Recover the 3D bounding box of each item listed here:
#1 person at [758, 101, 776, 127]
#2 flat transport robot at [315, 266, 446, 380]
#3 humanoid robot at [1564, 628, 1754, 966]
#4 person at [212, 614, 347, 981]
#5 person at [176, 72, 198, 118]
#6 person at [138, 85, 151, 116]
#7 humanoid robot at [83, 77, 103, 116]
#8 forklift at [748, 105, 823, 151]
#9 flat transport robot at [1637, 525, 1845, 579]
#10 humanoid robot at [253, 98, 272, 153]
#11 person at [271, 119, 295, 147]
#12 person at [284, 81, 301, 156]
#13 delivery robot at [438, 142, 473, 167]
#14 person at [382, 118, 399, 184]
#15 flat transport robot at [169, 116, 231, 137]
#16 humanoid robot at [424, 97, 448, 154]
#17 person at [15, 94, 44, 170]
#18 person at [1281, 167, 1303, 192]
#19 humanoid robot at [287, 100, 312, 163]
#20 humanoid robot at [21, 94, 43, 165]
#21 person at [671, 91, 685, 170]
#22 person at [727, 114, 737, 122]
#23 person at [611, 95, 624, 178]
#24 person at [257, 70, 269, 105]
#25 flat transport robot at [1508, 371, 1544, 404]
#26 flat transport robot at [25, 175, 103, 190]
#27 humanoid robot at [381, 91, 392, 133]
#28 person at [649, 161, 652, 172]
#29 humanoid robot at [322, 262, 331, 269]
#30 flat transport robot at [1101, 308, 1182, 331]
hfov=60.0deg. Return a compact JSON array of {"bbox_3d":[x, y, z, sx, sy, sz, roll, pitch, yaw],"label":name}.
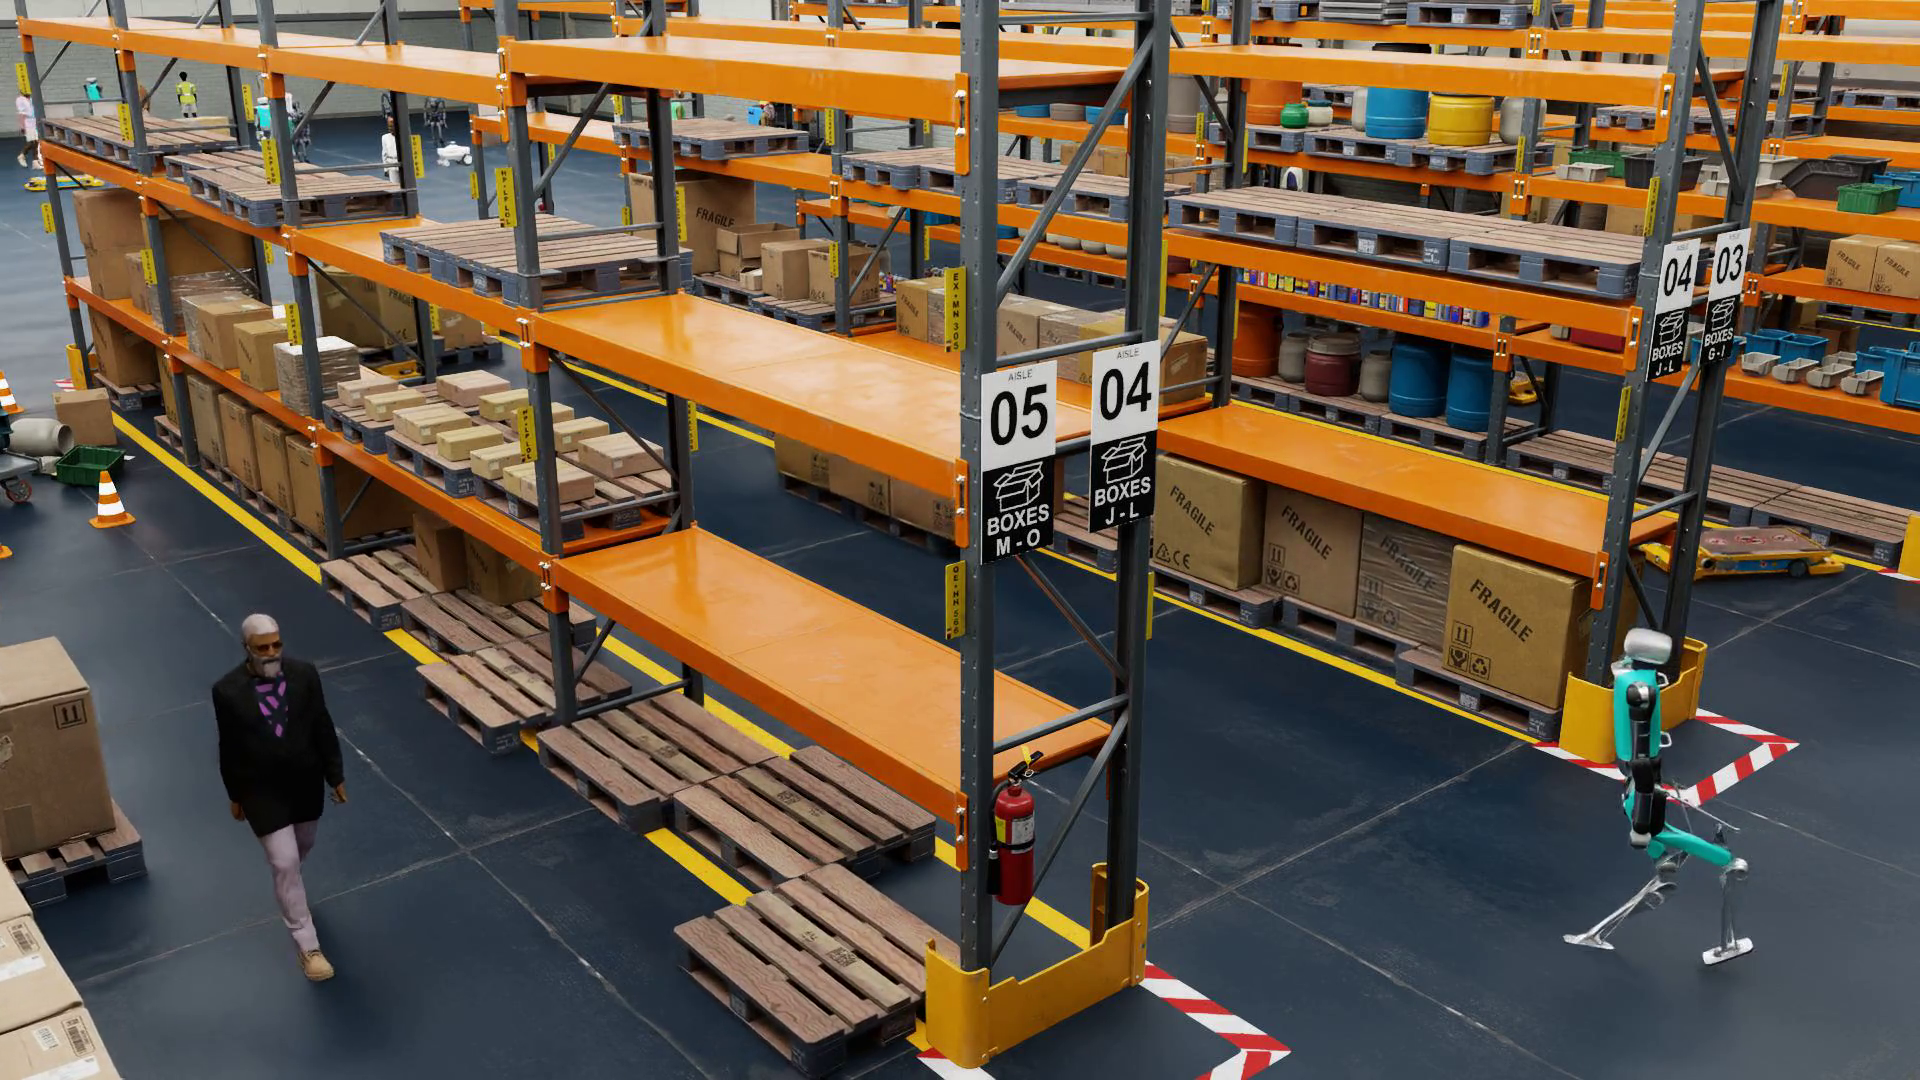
[{"bbox_3d":[-4.341,-9.090,37.550,0.403,1.761,0.559,8,21,21],"label":"person"},{"bbox_3d":[-6.942,-2.103,19.922,1.431,0.231,0.659,18,26,41],"label":"flat transport robot"},{"bbox_3d":[3.572,1.308,8.083,1.018,1.777,0.531,5,20,15],"label":"humanoid robot"},{"bbox_3d":[-3.365,1.179,8.257,0.537,1.817,0.955,-14,24,-34],"label":"person"},{"bbox_3d":[-21.756,-12.325,46.855,0.533,1.698,0.318,-13,23,-32],"label":"person"},{"bbox_3d":[-21.920,-11.498,44.353,0.934,1.800,0.797,16,25,38],"label":"person"},{"bbox_3d":[-22.660,-11.336,44.062,0.531,1.821,0.945,5,20,15],"label":"humanoid robot"},{"bbox_3d":[-4.526,-11.368,42.374,1.129,2.768,1.873,-15,24,-37],"label":"forklift"},{"bbox_3d":[6.396,0.107,13.631,1.431,0.231,0.659,-2,19,-6],"label":"flat transport robot"},{"bbox_3d":[-15.655,-9.087,37.549,0.533,1.774,0.695,-12,22,-30],"label":"humanoid robot"},{"bbox_3d":[-14.904,-8.750,36.609,0.409,1.755,0.527,6,20,17],"label":"person"},{"bbox_3d":[-16.680,-10.445,41.211,0.518,1.892,0.788,-2,19,-5],"label":"person"},{"bbox_3d":[-12.045,-9.186,39.677,0.815,0.614,0.499,-15,24,-36],"label":"delivery robot"},{"bbox_3d":[-10.645,-7.026,31.501,0.578,1.882,0.353,2,19,5],"label":"person"},{"bbox_3d":[-18.943,-9.718,41.592,1.431,0.231,0.659,7,21,20],"label":"flat transport robot"},{"bbox_3d":[-13.209,-10.565,41.879,0.593,1.644,0.354,0,19,-1],"label":"humanoid robot"},{"bbox_3d":[-21.710,-9.651,38.768,0.559,2.015,0.650,2,19,5],"label":"person"},{"bbox_3d":[5.414,-5.474,27.136,0.373,1.842,0.568,6,20,16],"label":"person"},{"bbox_3d":[-15.091,-9.190,37.953,0.603,1.649,0.336,0,19,1],"label":"humanoid robot"},{"bbox_3d":[-22.258,-9.873,39.888,0.564,1.794,0.841,-14,24,-34],"label":"humanoid robot"},{"bbox_3d":[-6.466,-9.408,38.161,0.390,1.971,0.479,-8,21,-23],"label":"person"},{"bbox_3d":[-4.676,-7.821,33.989,0.374,1.728,0.483,-2,19,-6],"label":"person"},{"bbox_3d":[-7.649,-9.150,37.539,0.378,1.888,0.564,-6,20,-18],"label":"person"},{"bbox_3d":[-19.866,-12.706,47.674,0.400,1.877,0.499,9,21,23],"label":"person"},{"bbox_3d":[6.061,-1.821,19.117,0.659,0.231,1.431,-14,24,-34],"label":"flat transport robot"},{"bbox_3d":[-19.328,-7.708,35.872,1.431,0.231,0.659,-13,23,-33],"label":"flat transport robot"},{"bbox_3d":[-14.793,-11.093,43.362,0.599,1.657,0.315,0,19,-1],"label":"humanoid robot"},{"bbox_3d":[-5.091,-5.916,28.293,0.394,1.929,0.630,-4,20,-11],"label":"person"},{"bbox_3d":[-7.636,-3.097,20.452,0.532,1.729,0.731,-17,26,-40],"label":"humanoid robot"},{"bbox_3d":[1.802,-1.857,19.220,0.659,0.231,1.431,-15,24,-37],"label":"flat transport robot"}]
